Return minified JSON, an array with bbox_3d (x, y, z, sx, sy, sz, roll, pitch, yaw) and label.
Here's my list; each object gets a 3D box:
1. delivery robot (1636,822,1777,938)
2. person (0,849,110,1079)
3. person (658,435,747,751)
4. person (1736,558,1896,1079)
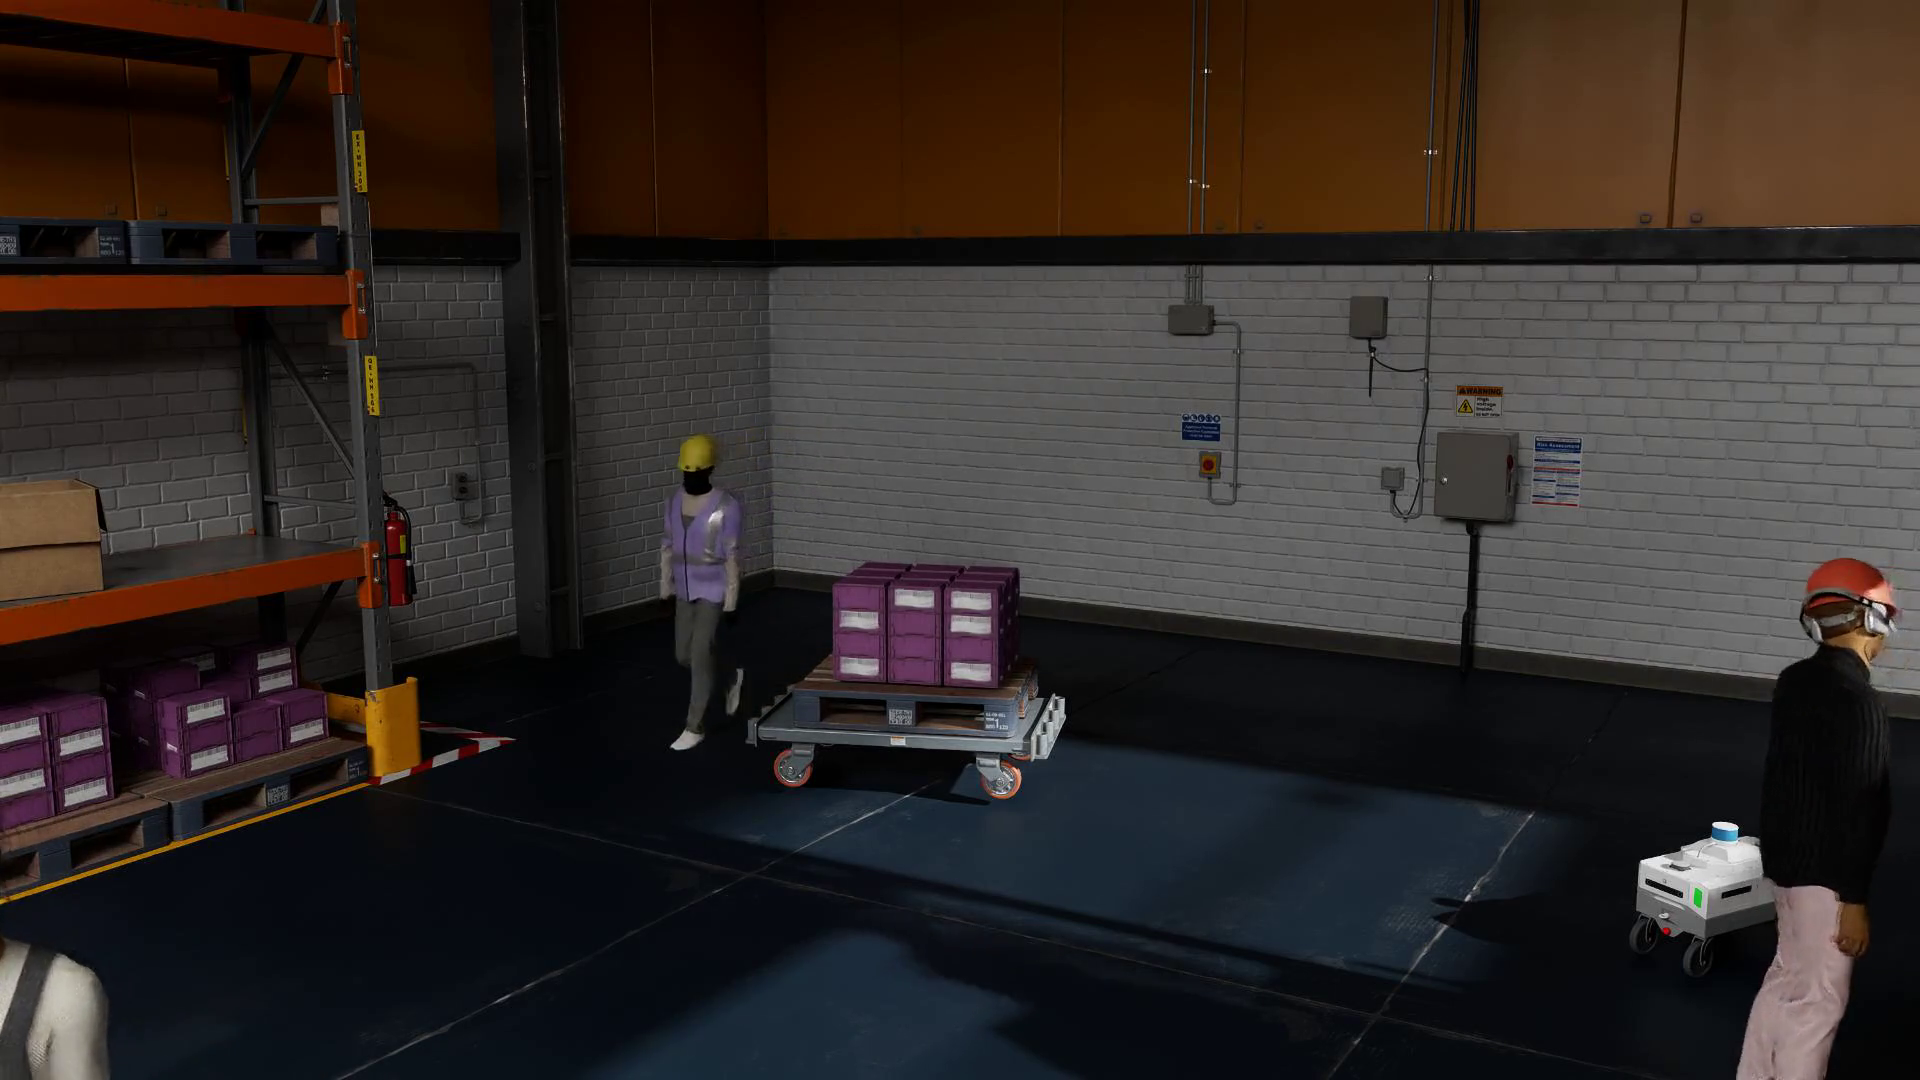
[{"bbox_3d":[3.163,1.417,6.911,0.707,0.478,0.477,-5,10,-27],"label":"delivery robot"},{"bbox_3d":[-1.893,1.401,3.348,0.518,1.828,0.529,0,9,-2],"label":"person"},{"bbox_3d":[-1.505,0.291,10.061,0.600,1.900,0.696,6,11,34],"label":"person"},{"bbox_3d":[2.713,1.052,5.182,0.396,1.961,0.749,2,9,10],"label":"person"}]
